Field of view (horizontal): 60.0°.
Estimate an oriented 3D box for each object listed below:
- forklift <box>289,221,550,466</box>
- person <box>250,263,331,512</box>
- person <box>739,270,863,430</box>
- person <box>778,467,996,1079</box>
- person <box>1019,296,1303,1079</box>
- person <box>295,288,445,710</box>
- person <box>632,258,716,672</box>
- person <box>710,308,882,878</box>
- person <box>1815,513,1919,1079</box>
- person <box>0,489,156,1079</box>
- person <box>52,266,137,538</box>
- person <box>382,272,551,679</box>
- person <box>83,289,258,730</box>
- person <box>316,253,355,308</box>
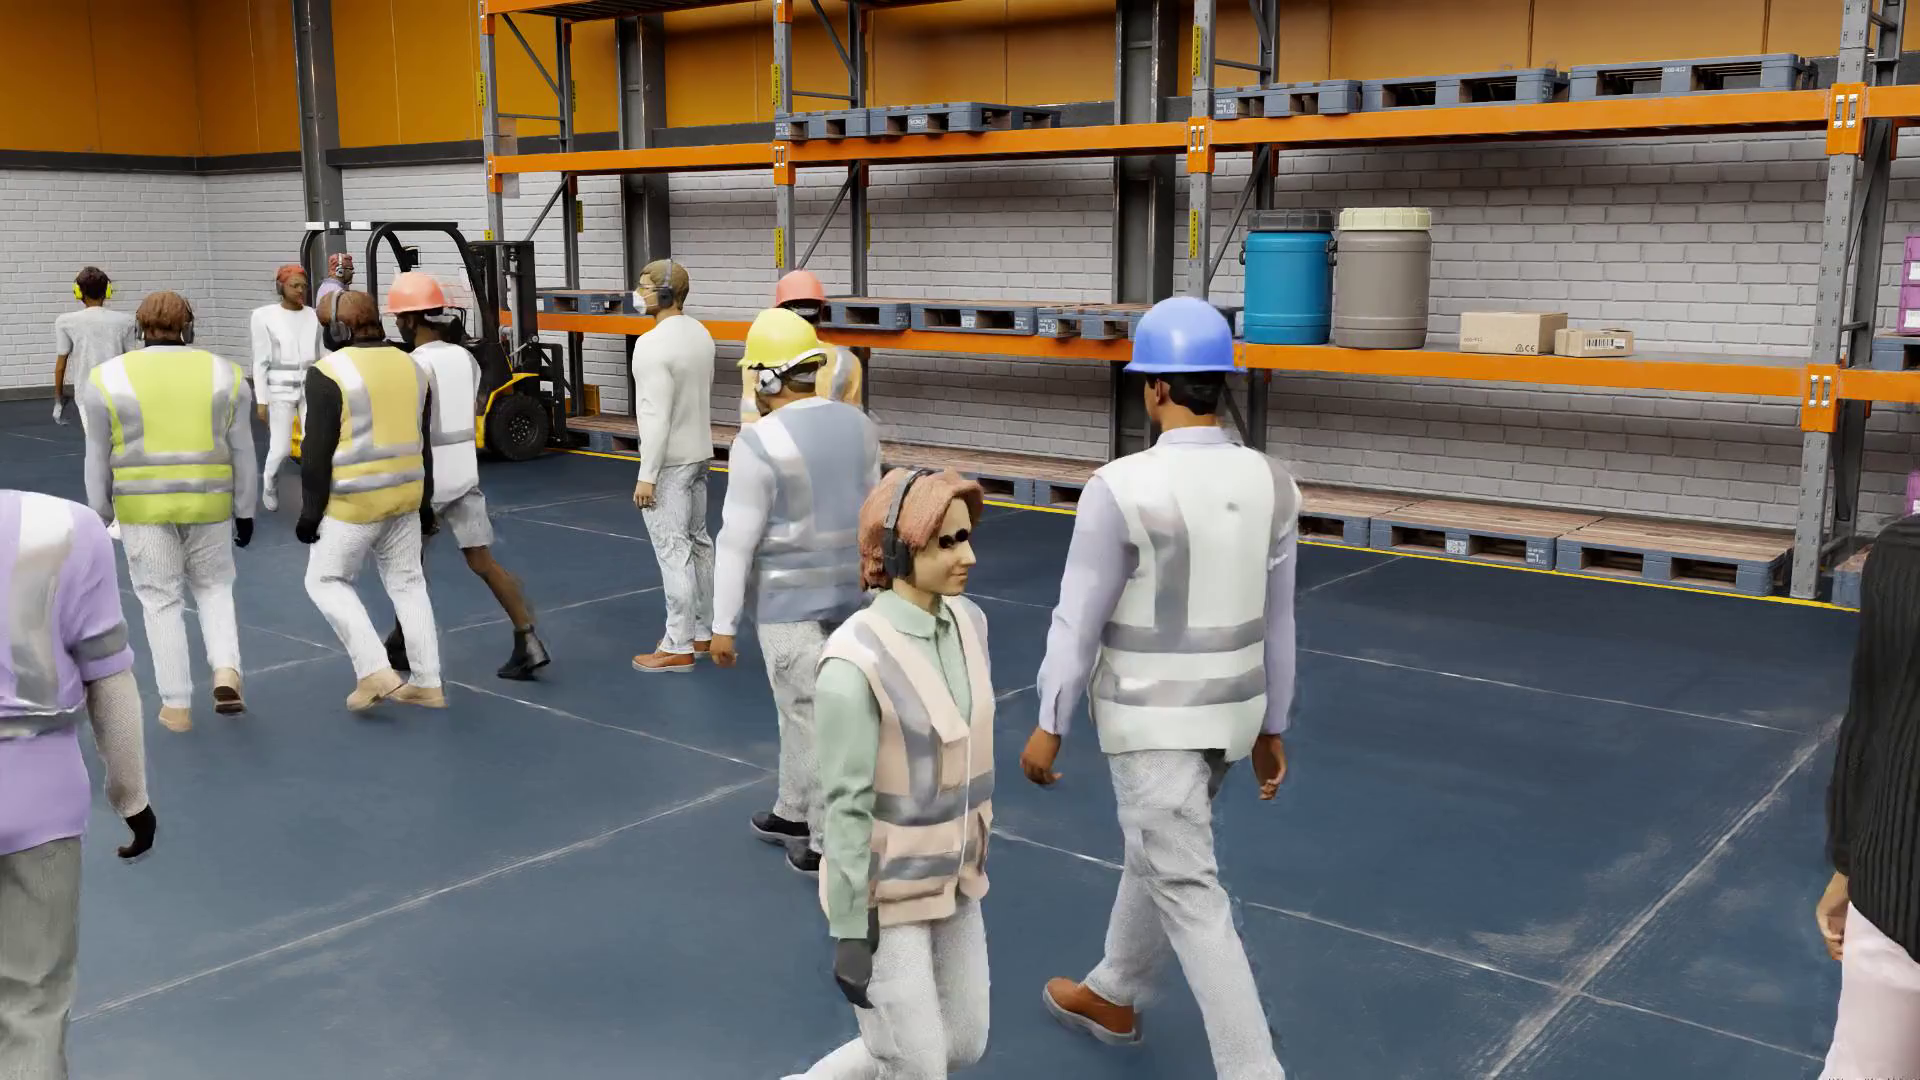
[{"bbox_3d":[-4.922,-1.741,14.854,1.214,2.155,2.313,8,13,38],"label":"forklift"},{"bbox_3d":[-4.757,-1.031,11.842,0.585,1.864,0.758,-9,13,-39],"label":"person"},{"bbox_3d":[-0.723,-0.262,7.526,0.573,1.879,0.975,-2,10,-9],"label":"person"},{"bbox_3d":[-0.150,0.658,3.155,0.560,1.625,0.523,6,12,30],"label":"person"},{"bbox_3d":[0.503,0.400,3.807,0.600,1.906,0.993,-8,13,-38],"label":"person"},{"bbox_3d":[-2.503,-0.147,7.059,0.463,1.820,0.643,5,11,26],"label":"person"},{"bbox_3d":[-1.355,-0.346,7.832,0.369,1.940,0.631,2,11,13],"label":"person"},{"bbox_3d":[-0.578,0.175,5.298,0.712,1.804,0.626,8,13,37],"label":"person"},{"bbox_3d":[1.599,0.589,2.654,1.012,1.959,0.632,-3,11,-17],"label":"person"},{"bbox_3d":[-1.894,0.524,3.176,0.588,1.886,0.971,-3,11,-17],"label":"person"},{"bbox_3d":[-5.943,-0.943,11.439,0.514,1.839,0.789,-9,14,-41],"label":"person"},{"bbox_3d":[-2.351,-0.281,7.636,1.012,1.896,0.567,4,11,23],"label":"person"},{"bbox_3d":[-3.246,-0.115,6.873,0.630,1.824,0.436,-7,12,-35],"label":"person"},{"bbox_3d":[-5.811,-1.744,15.697,0.403,1.900,0.647,-6,12,-32],"label":"person"}]
